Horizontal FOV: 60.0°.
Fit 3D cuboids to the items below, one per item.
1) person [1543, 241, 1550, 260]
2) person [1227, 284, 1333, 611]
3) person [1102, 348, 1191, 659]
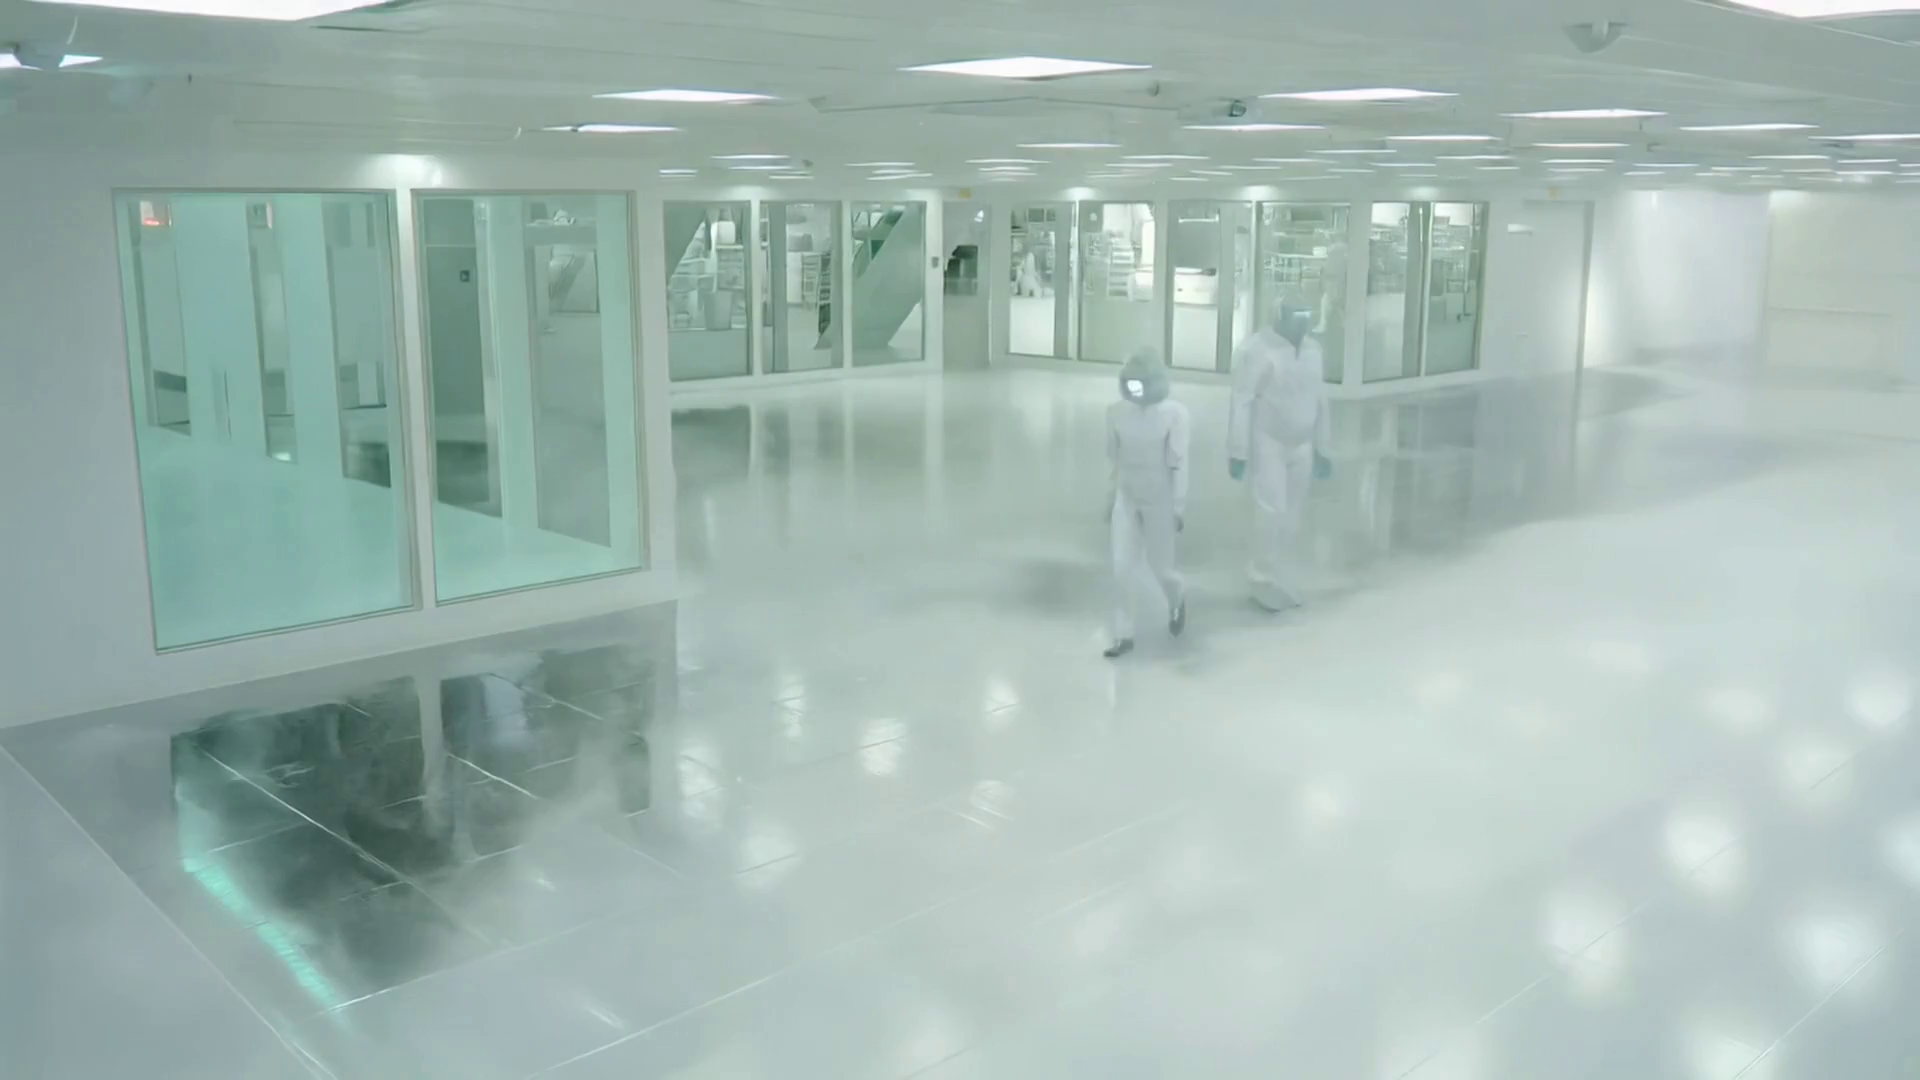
[{"bbox_3d":[18.188,-8.867,51.494,0.530,1.871,0.323,4,12,18],"label":"person"},{"bbox_3d":[1.886,-0.522,9.603,0.667,1.888,0.499,-7,14,-33],"label":"person"},{"bbox_3d":[0.985,-0.200,8.700,0.519,1.615,0.564,7,13,30],"label":"person"}]
